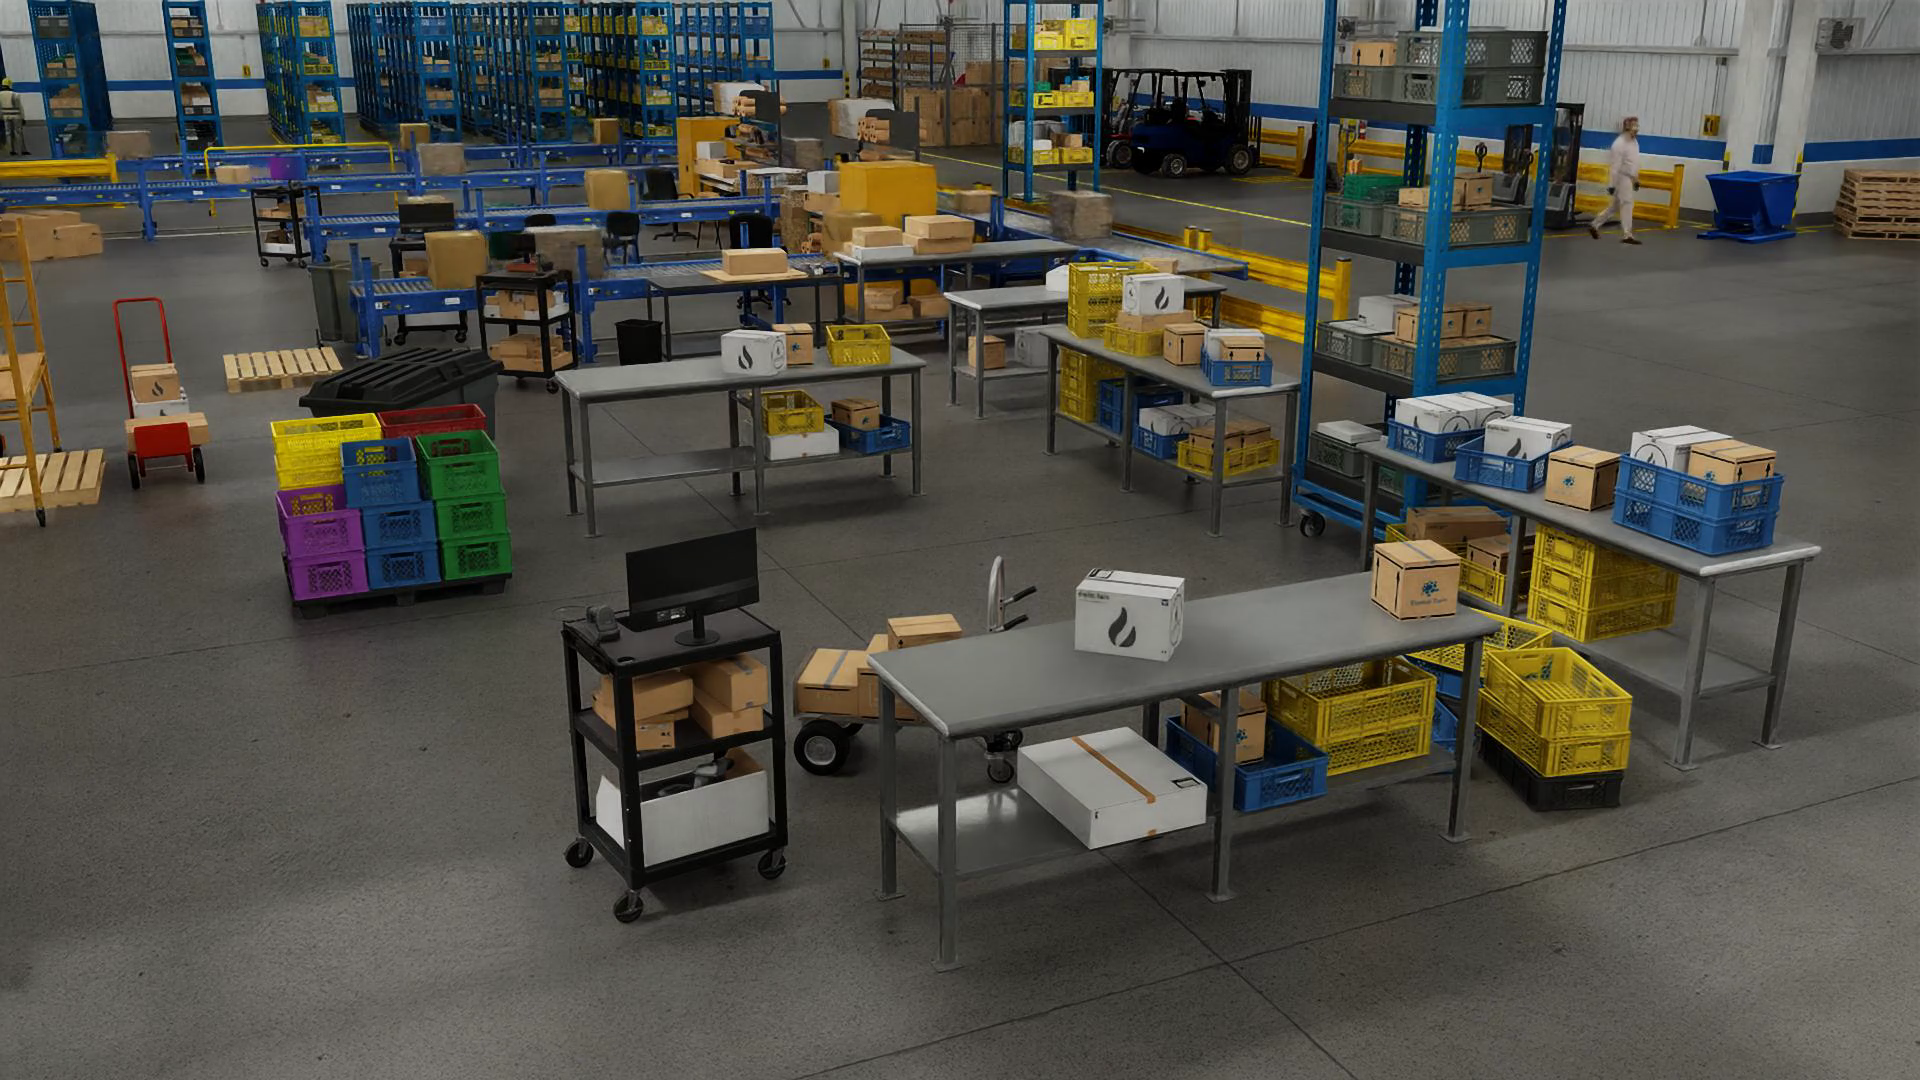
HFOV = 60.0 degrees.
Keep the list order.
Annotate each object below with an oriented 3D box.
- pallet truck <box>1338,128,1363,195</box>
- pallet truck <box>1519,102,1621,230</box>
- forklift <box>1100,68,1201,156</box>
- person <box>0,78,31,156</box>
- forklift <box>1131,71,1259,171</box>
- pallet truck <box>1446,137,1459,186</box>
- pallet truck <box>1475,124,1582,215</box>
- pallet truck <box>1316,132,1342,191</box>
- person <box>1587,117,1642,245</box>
[{"bbox_3d":[7.845,-7.140,31.411,1.522,1.261,0.704,-9,20,-25],"label":"pallet truck"},{"bbox_3d":[9.972,-6.037,26.785,1.885,1.965,0.823,-9,20,-25],"label":"pallet truck"},{"bbox_3d":[4.082,-9.564,37.410,2.680,1.987,1.157,-8,19,-23],"label":"forklift"},{"bbox_3d":[-22.979,-10.255,40.339,0.600,1.831,0.404,-2,18,-5],"label":"person"},{"bbox_3d":[4.998,-8.936,35.413,2.680,1.987,1.157,-9,20,-25],"label":"forklift"},{"bbox_3d":[9.184,-6.485,29.328,1.630,1.274,0.653,-8,19,-23],"label":"pallet truck"},{"bbox_3d":[9.707,-6.455,28.103,1.885,1.965,0.823,-7,19,-20],"label":"pallet truck"},{"bbox_3d":[7.723,-7.504,32.656,1.601,1.201,0.680,-8,19,-23],"label":"pallet truck"},{"bbox_3d":[9.952,-5.425,25.061,0.848,1.876,0.646,13,22,35],"label":"person"}]
